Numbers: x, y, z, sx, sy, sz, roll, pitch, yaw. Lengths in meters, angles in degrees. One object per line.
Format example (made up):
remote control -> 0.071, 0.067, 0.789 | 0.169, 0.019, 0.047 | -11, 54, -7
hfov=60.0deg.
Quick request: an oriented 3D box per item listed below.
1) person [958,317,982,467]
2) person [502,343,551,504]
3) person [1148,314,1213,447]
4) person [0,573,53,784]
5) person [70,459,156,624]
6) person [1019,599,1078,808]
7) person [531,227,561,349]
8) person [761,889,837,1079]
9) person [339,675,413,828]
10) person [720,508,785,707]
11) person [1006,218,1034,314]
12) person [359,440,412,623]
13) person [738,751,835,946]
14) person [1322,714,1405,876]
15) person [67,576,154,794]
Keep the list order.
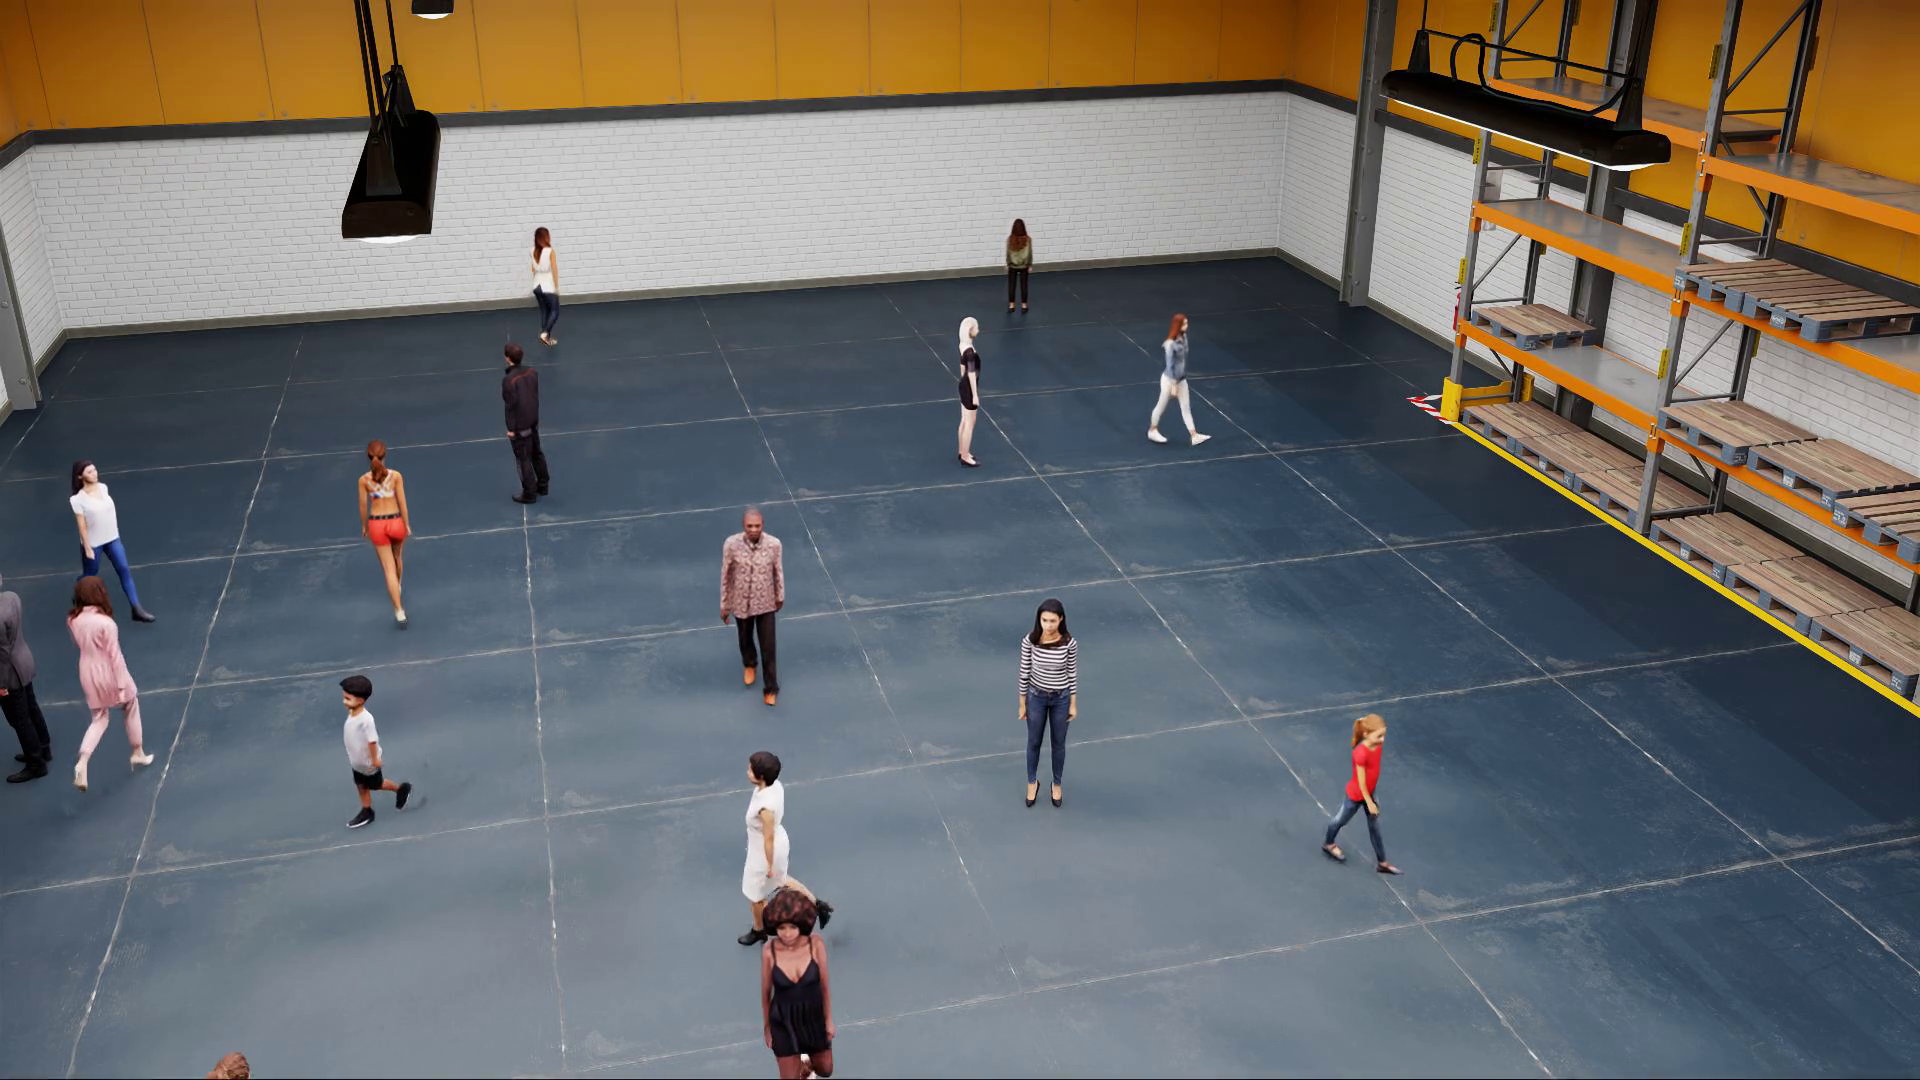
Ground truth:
person -> 0.091, -1.762, 19.782 | 0.641, 1.829, 0.423 | -7, 25, -15
person -> -4.925, -1.330, 18.782 | 0.860, 1.839, 0.749 | 9, 25, 19
person -> 2.547, -1.957, 20.435 | 1.171, 1.665, 1.018 | 19, 30, 36
person -> -7.628, 1.042, 13.352 | 0.769, 1.842, 0.518 | -6, 24, -15
person -> -8.287, 0.048, 15.869 | 1.092, 1.647, 1.154 | 8, 25, 17
person -> 0.690, 1.269, 12.891 | 0.658, 1.794, 0.618 | 1, 24, 3
person -> -6.058, -3.619, 24.103 | 0.792, 1.771, 0.872 | 7, 25, 16
person -> -0.930, 2.735, 9.560 | 0.558, 1.776, 0.857 | -6, 24, -13
person -> -4.538, 1.603, 12.806 | 0.756, 1.250, 0.766 | -22, 32, -40
person -> -1.826, 0.526, 14.635 | 0.852, 1.760, 1.215 | -1, 24, -3
person -> 0.917, -4.295, 26.020 | 0.624, 1.474, 0.584 | 1, 24, 2
person -> -5.507, -0.051, 15.978 | 0.699, 1.741, 1.172 | -9, 25, -20
person -> -1.220, 2.114, 11.282 | 0.789, 1.535, 0.906 | 1, 24, 2
person -> 2.881, 1.843, 12.226 | 0.721, 1.277, 0.927 | -20, 31, -39
person -> -6.820, 1.174, 13.139 | 0.886, 1.770, 1.139 | 5, 24, 10
